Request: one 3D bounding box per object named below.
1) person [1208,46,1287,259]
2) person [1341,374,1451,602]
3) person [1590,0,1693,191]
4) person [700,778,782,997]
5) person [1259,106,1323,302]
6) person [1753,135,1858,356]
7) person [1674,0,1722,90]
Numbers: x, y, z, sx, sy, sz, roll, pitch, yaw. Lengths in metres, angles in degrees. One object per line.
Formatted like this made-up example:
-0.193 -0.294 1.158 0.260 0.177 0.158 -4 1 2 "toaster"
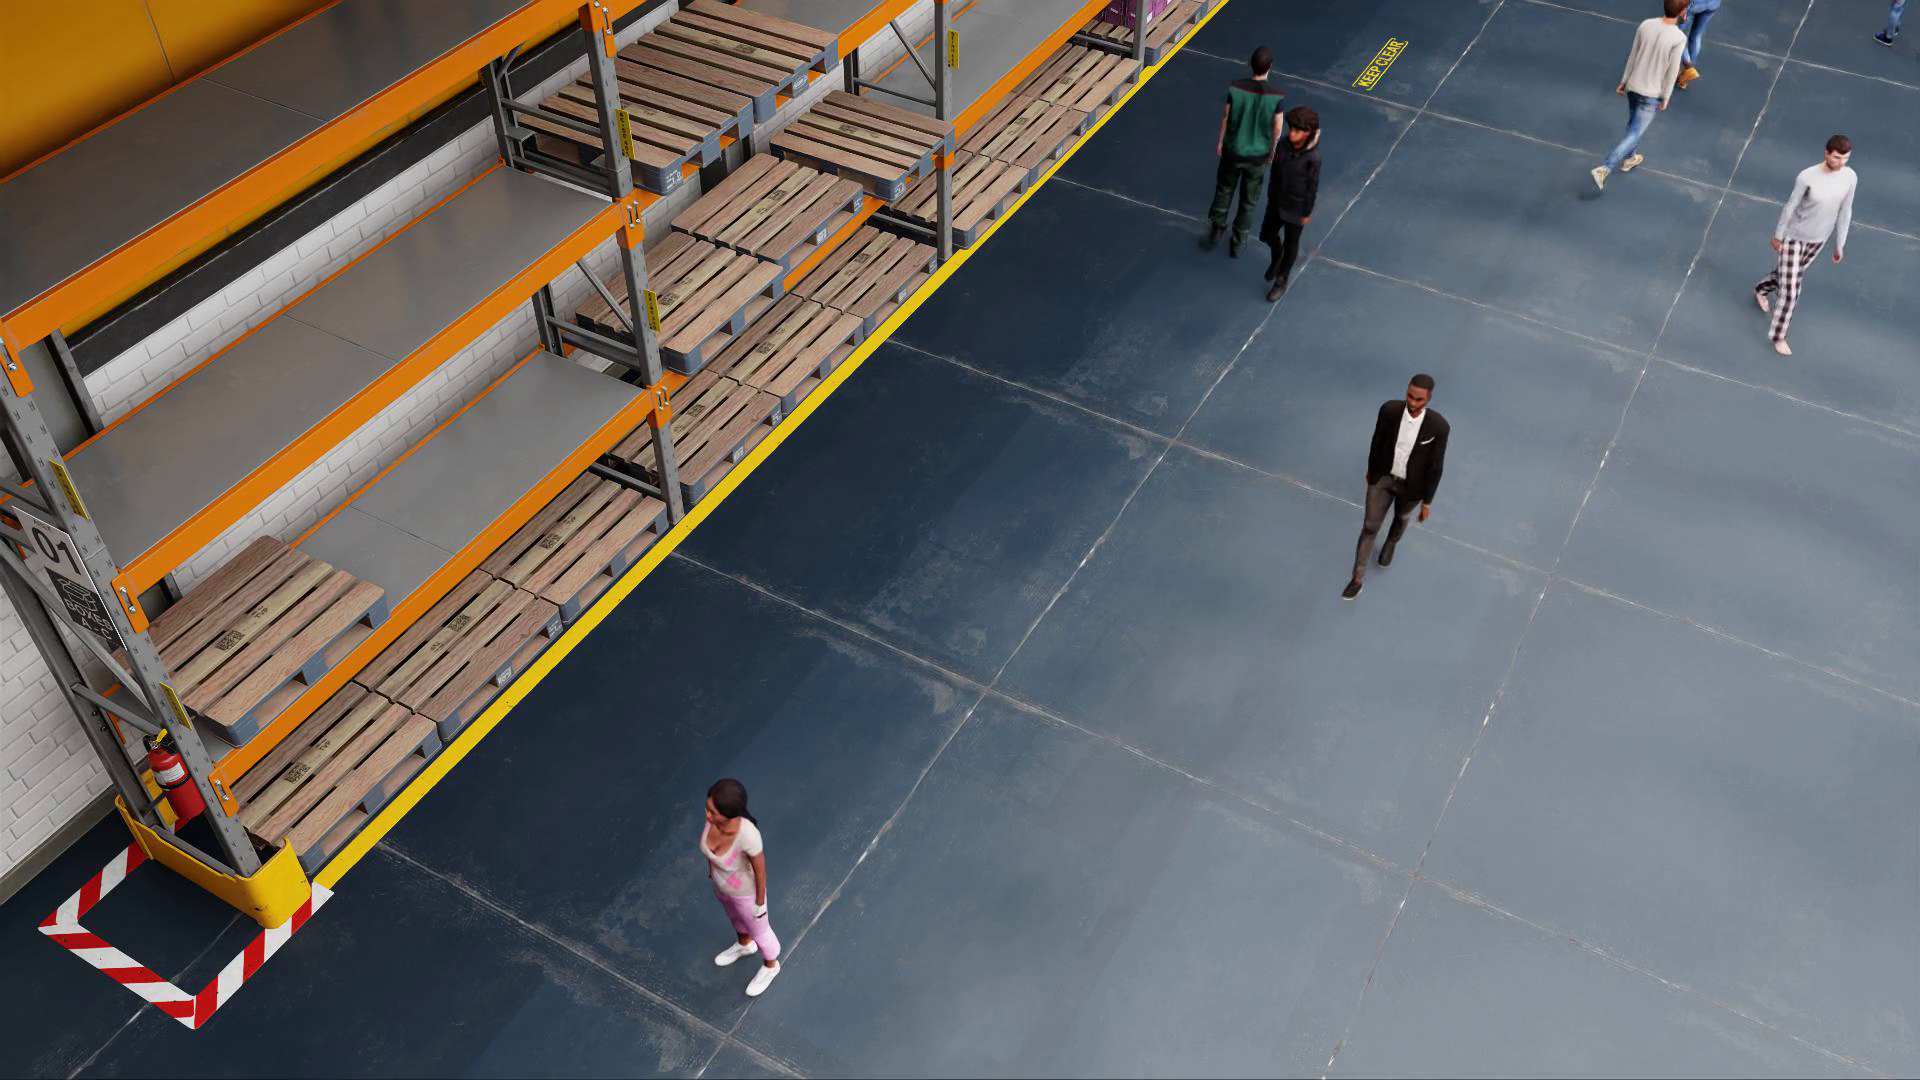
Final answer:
2.472 -3.345 14.457 0.768 1.879 0.760 11 45 11 "person"
3.071 -0.455 11.505 0.691 1.768 1.061 19 47 19 "person"
6.236 -4.088 15.244 1.279 1.869 0.978 -26 50 -25 "person"
-1.201 1.873 9.079 0.594 1.743 0.635 -34 53 -31 "person"
2.826 -2.877 14.047 0.675 1.768 0.759 29 51 27 "person"
6.914 -2.527 13.657 1.042 1.799 1.222 -3 44 -3 "person"
7.464 -5.285 16.619 0.803 1.707 0.861 -13 45 -13 "person"
